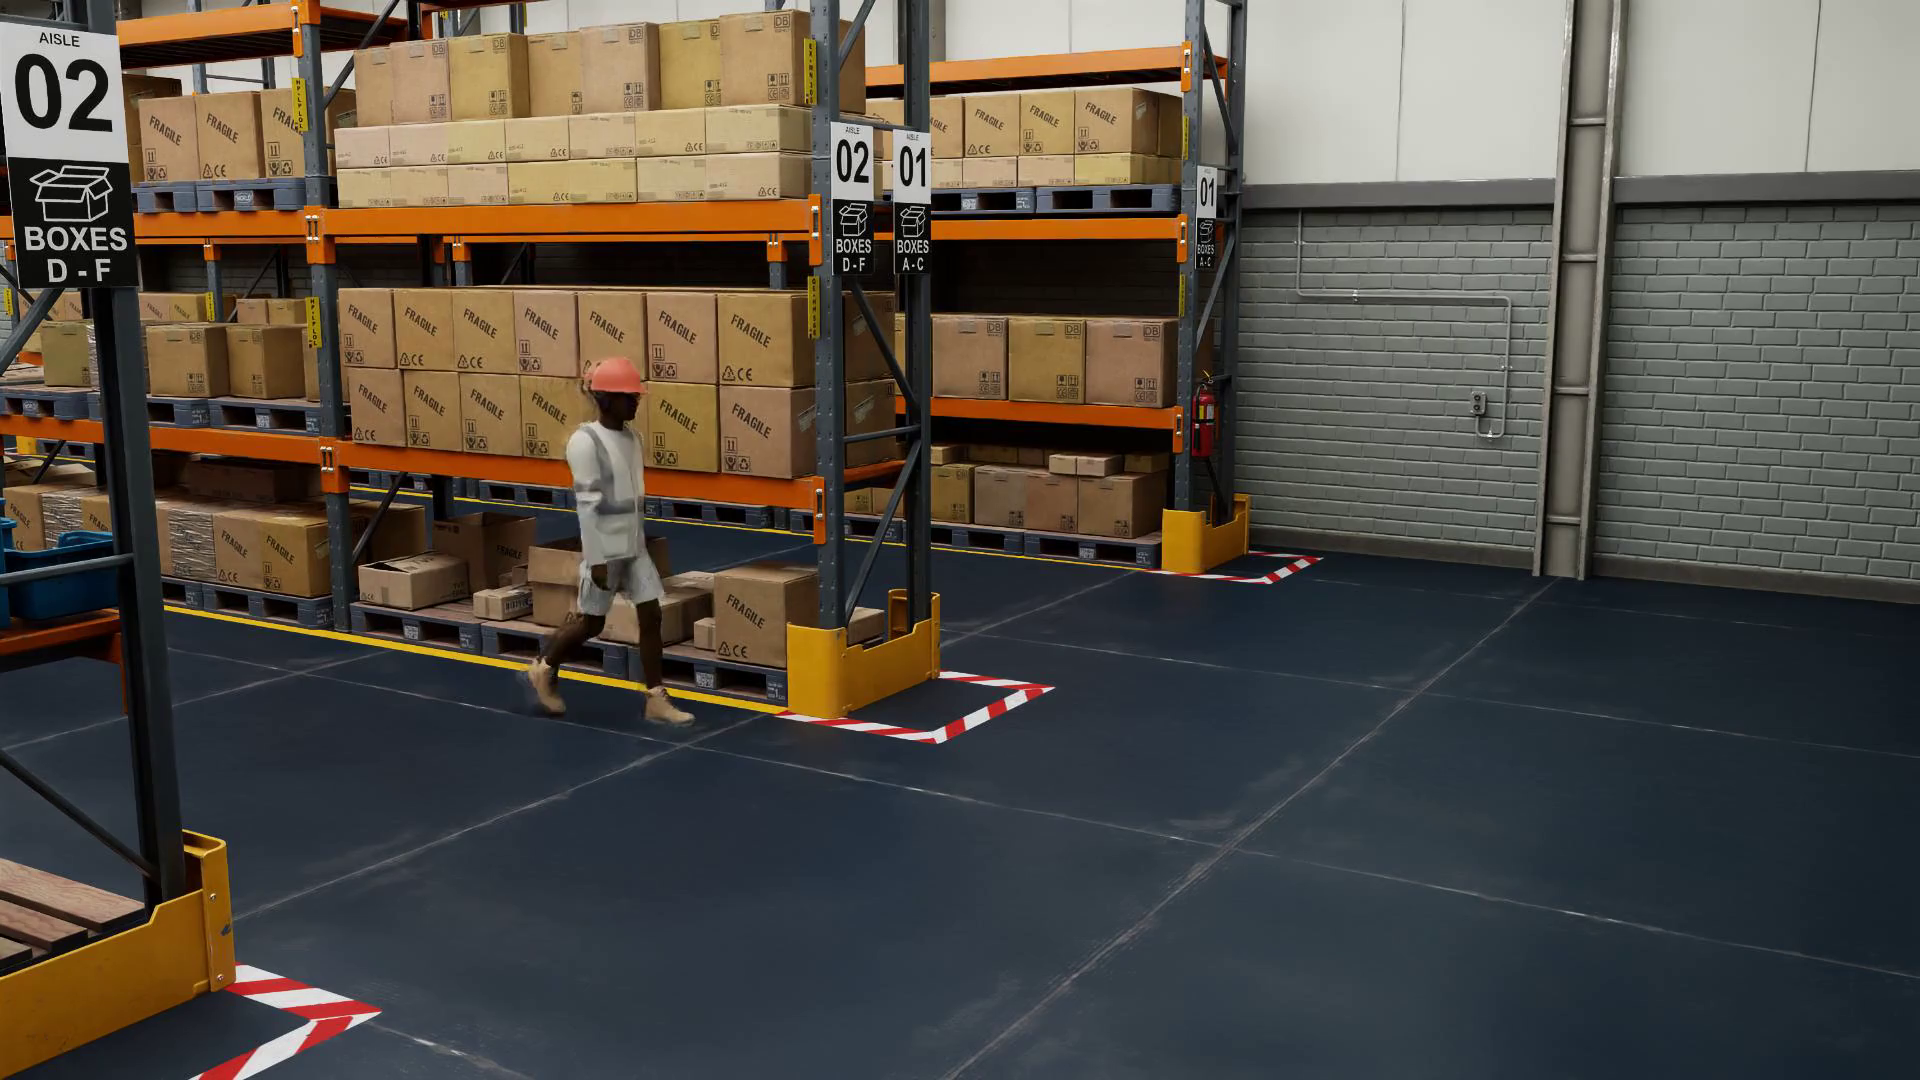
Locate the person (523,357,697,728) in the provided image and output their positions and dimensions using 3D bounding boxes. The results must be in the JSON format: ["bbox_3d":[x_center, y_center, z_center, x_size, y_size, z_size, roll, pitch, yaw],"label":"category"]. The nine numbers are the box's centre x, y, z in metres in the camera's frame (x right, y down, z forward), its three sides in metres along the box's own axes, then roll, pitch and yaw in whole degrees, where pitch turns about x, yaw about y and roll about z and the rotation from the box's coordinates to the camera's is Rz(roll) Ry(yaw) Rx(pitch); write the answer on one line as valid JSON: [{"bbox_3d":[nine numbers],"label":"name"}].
[{"bbox_3d":[-1.924,0.015,8.967,0.952,2.012,0.610,5,11,26],"label":"person"}]
